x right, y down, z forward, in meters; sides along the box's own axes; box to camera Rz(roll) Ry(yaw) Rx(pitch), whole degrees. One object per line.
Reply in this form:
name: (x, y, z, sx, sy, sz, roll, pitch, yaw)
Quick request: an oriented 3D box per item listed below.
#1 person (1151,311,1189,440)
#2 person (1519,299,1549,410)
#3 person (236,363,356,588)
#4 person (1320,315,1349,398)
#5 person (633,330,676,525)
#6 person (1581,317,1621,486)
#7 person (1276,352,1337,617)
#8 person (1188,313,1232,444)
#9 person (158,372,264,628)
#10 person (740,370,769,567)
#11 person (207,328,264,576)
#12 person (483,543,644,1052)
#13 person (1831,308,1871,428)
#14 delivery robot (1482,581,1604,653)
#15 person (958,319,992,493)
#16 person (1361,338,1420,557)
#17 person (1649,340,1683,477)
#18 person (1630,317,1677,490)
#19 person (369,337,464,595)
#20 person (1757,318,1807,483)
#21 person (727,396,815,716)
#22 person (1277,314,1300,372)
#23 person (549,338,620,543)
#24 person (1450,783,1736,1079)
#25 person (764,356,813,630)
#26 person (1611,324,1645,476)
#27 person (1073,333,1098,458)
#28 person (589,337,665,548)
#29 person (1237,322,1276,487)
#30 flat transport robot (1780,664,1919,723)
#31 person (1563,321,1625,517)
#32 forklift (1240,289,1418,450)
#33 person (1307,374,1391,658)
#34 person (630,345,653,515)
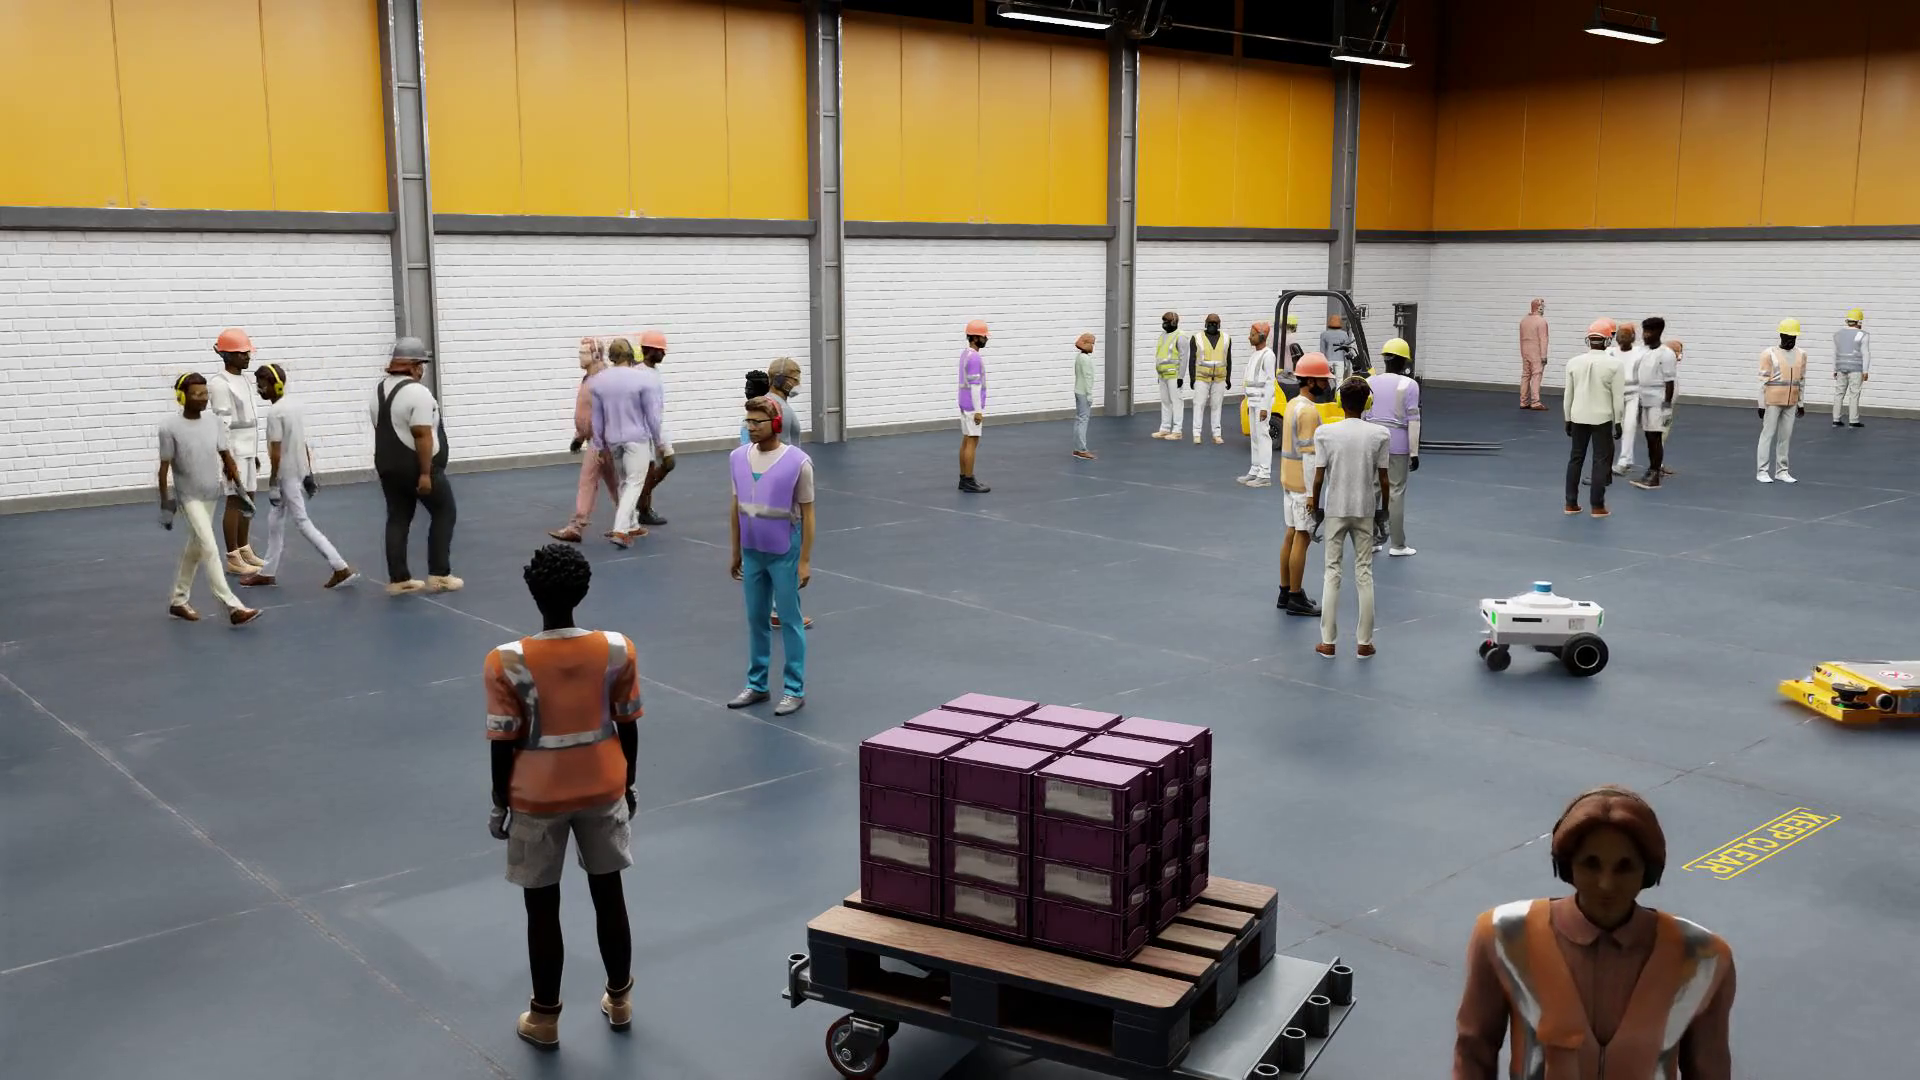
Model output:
person: (3.030, -2.363, 23.961, 0.430, 1.844, 0.624, -5, 11, -25)
person: (9.879, -3.179, 28.546, 0.409, 1.909, 0.639, -3, 10, -18)
person: (-5.276, -0.496, 13.143, 0.959, 1.816, 0.568, 0, 10, -1)
person: (6.428, -3.048, 28.576, 0.500, 1.633, 0.279, 3, 10, 17)
person: (-3.019, -1.097, 16.311, 0.410, 1.918, 0.569, 2, 10, 12)
person: (7.386, -1.588, 19.134, 0.377, 1.938, 0.547, 7, 12, 34)
person: (2.557, -0.411, 12.251, 0.370, 1.935, 0.552, 0, 10, -3)
person: (3.523, -2.262, 23.387, 0.621, 1.837, 0.429, -1, 10, -6)
person: (-5.369, -0.280, 11.842, 0.989, 1.817, 0.504, 4, 11, 23)
person: (-1.669, -0.570, 13.883, 0.318, 1.697, 0.534, -5, 11, -28)
person: (-5.953, -0.727, 13.789, 0.374, 2.042, 0.615, -1, 10, -4)
person: (-1.316, 0.852, 5.556, 0.542, 1.695, 0.316, -6, 11, -31)
person: (13.689, -2.631, 25.538, 0.404, 1.837, 0.592, -6, 11, -30)
delivery robot: (3.716, 0.508, 10.635, 0.707, 0.478, 0.477, 1, 10, 7)
person: (0.172, -1.500, 18.625, 0.376, 1.936, 0.549, -2, 10, -10)
person: (3.789, -0.813, 14.664, 0.585, 1.916, 0.387, 9, 13, 44)
person: (8.479, -1.577, 19.965, 0.268, 1.631, 0.507, 6, 11, 32)
person: (7.848, -1.553, 18.911, 0.496, 1.952, 0.680, -1, 10, -4)
person: (-4.232, -0.595, 13.020, 0.700, 2.000, 0.669, 7, 12, 35)
person: (9.563, -1.613, 19.345, 0.585, 1.922, 0.391, -2, 10, -11)
person: (-1.079, 0.084, 9.616, 0.564, 1.845, 0.389, 6, 11, 31)
person: (5.028, -2.581, 25.519, 0.433, 1.753, 0.531, -3, 10, -16)
person: (-3.439, -0.920, 15.396, 0.940, 1.872, 0.639, -4, 10, -22)
person: (1.224, 1.271, 3.277, 0.521, 1.637, 0.310, 3, 10, 15)
person: (-1.284, -0.334, 11.818, 0.376, 1.933, 0.627, -3, 10, -16)
person: (8.037, -1.694, 20.126, 0.831, 1.829, 0.606, -9, 13, -41)
person: (1.636, -1.887, 21.780, 0.279, 1.633, 0.499, -2, 10, -11)
person: (-3.045, -0.892, 15.159, 0.634, 1.910, 0.868, 4, 10, 21)
person: (3.429, -1.555, 19.104, 0.351, 1.882, 0.581, -1, 10, -9)
flat transport robot: (5.622, 0.869, 9.625, 1.431, 0.197, 0.652, 0, 10, -3)
person: (6.442, -1.226, 16.898, 0.404, 1.988, 0.617, -9, 13, -44)
forklift: (5.034, -2.339, 22.783, 2.313, 2.155, 1.214, 3, 10, 16)
person: (2.555, -0.150, 10.918, 0.531, 1.870, 0.317, 1, 10, 8)
person: (-3.332, -1.132, 17.060, 0.330, 1.735, 0.490, 3, 10, 16)
